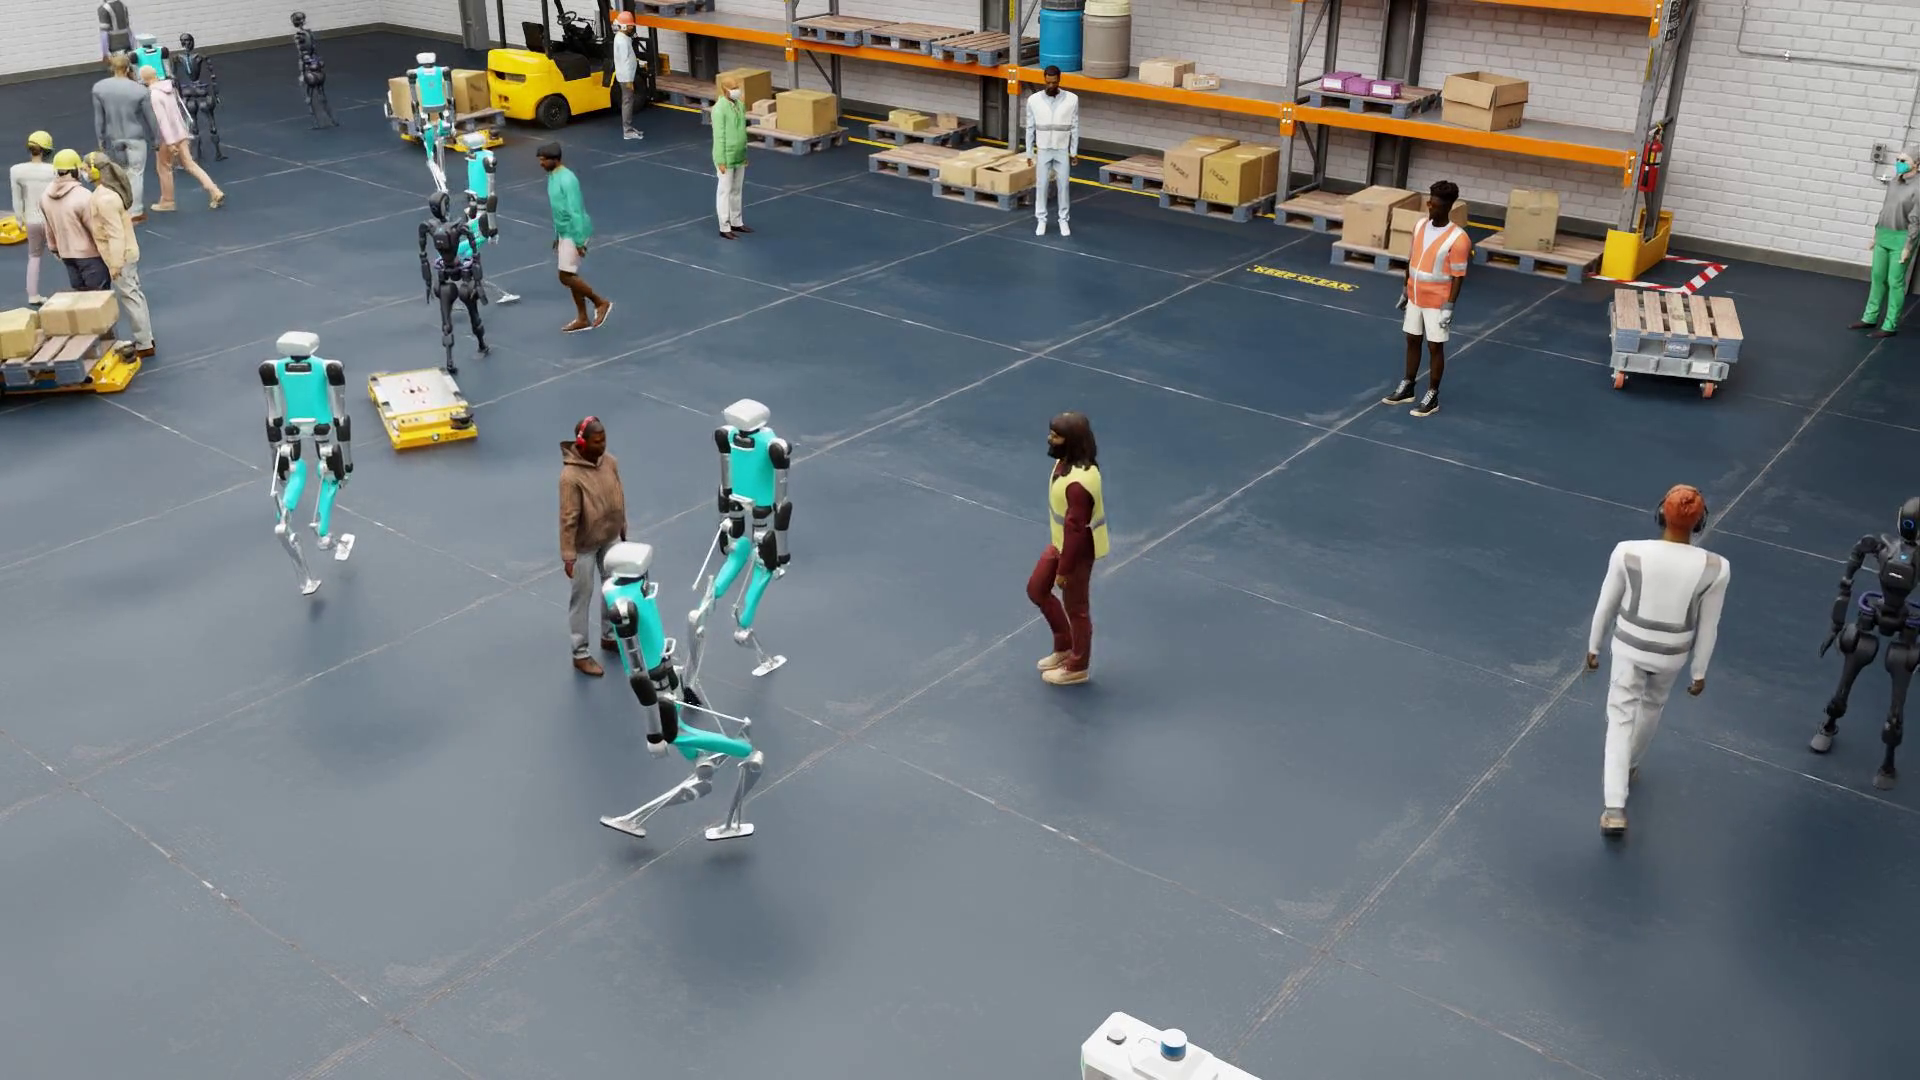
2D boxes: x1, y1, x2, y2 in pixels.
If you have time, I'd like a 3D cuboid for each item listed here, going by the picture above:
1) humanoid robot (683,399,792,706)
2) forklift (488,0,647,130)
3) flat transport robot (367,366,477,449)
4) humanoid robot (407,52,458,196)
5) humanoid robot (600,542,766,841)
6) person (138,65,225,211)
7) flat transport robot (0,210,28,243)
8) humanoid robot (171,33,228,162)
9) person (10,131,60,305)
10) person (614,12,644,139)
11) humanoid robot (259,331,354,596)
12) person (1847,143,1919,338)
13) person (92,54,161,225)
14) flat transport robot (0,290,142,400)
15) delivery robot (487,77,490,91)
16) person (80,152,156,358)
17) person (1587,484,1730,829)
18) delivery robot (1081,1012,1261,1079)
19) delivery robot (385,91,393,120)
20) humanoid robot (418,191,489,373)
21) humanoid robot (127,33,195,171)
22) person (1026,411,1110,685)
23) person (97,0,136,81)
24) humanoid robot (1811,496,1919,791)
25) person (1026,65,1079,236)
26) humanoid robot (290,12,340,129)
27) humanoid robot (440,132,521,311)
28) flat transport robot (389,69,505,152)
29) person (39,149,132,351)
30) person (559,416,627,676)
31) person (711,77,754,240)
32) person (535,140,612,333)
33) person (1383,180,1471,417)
[{"bbox_3d":[-1.390,0.137,9.622,0.543,1.775,0.935,17,31,31],"label":"humanoid robot"},{"bbox_3d":[-5.874,-7.334,24.552,1.214,2.155,2.313,19,32,34],"label":"forklift"},{"bbox_3d":[-4.515,-1.127,13.904,0.659,0.231,1.431,-12,28,-23],"label":"flat transport robot"},{"bbox_3d":[-6.577,-5.217,20.759,0.531,1.781,1.026,-11,28,-22],"label":"humanoid robot"},{"bbox_3d":[-1.331,0.813,8.202,1.015,1.725,0.539,-2,26,-3],"label":"humanoid robot"},{"bbox_3d":[-9.306,-4.757,19.738,0.884,1.742,0.544,1,26,1],"label":"person"},{"bbox_3d":[-11.258,-3.584,18.994,1.431,0.231,0.659,4,26,8],"label":"flat transport robot"},{"bbox_3d":[-10.162,-5.900,22.158,0.599,1.653,0.315,-2,26,-4],"label":"humanoid robot"},{"bbox_3d":[-9.033,-3.146,16.426,0.607,1.720,0.353,-7,27,-14],"label":"person"},{"bbox_3d":[-4.671,-6.542,23.429,0.351,1.738,0.572,-6,26,-12],"label":"person"},{"bbox_3d":[-4.246,-0.434,10.810,0.543,1.732,1.050,-2,26,-4],"label":"humanoid robot"},{"bbox_3d":[8.778,-2.818,15.627,0.352,1.828,0.523,-5,26,-9],"label":"person"},{"bbox_3d":[-9.633,-4.668,19.362,0.645,1.900,0.724,-1,26,-1],"label":"person"},{"bbox_3d":[-8.033,-1.452,14.578,1.431,0.231,0.659,-5,26,-9],"label":"flat transport robot"},{"bbox_3d":[-7.298,-7.506,26.808,0.499,0.614,0.791,2,26,3],"label":"delivery robot"},{"bbox_3d":[-7.591,-2.576,15.060,0.399,1.875,0.567,-9,27,-18],"label":"person"},{"bbox_3d":[3.544,0.586,8.546,0.582,1.843,0.934,8,27,16],"label":"person"},{"bbox_3d":[0.858,2.231,6.638,0.804,0.610,0.499,18,31,33],"label":"delivery robot"},{"bbox_3d":[-8.222,-6.447,24.602,0.499,0.601,0.783,-12,28,-24],"label":"delivery robot"},{"bbox_3d":[-4.478,-2.304,14.783,0.585,1.623,0.805,3,26,6],"label":"humanoid robot"},{"bbox_3d":[-10.212,-5.559,21.462,0.665,1.851,0.544,18,31,33],"label":"humanoid robot"},{"bbox_3d":[0.614,0.073,9.706,0.477,1.756,0.498,-3,26,-7],"label":"person"},{"bbox_3d":[-12.575,-7.408,24.923,1.008,2.004,0.618,2,26,4],"label":"person"},{"bbox_3d":[4.984,0.502,8.921,0.590,1.637,0.412,20,32,36],"label":"humanoid robot"},{"bbox_3d":[1.040,-4.410,18.825,0.597,1.908,0.400,0,26,0],"label":"person"},{"bbox_3d":[-9.307,-6.751,23.939,0.425,1.640,0.593,2,26,3],"label":"humanoid robot"},{"bbox_3d":[-4.863,-3.039,16.229,1.027,1.764,0.541,-19,32,-35],"label":"humanoid robot"},{"bbox_3d":[-7.135,-5.669,23.311,1.431,0.231,0.659,18,31,33],"label":"flat transport robot"},{"bbox_3d":[-8.002,-2.615,15.165,0.803,1.857,0.436,10,28,20],"label":"person"},{"bbox_3d":[-2.202,0.029,9.926,0.321,1.642,0.545,18,31,32],"label":"person"},{"bbox_3d":[-2.577,-4.315,18.766,0.388,1.784,0.539,13,29,25],"label":"person"},{"bbox_3d":[-3.675,-2.854,15.685,0.472,1.825,0.539,-13,29,-25],"label":"person"},{"bbox_3d":[3.881,-2.005,13.772,0.366,1.966,0.596,-14,29,-27],"label":"person"}]
